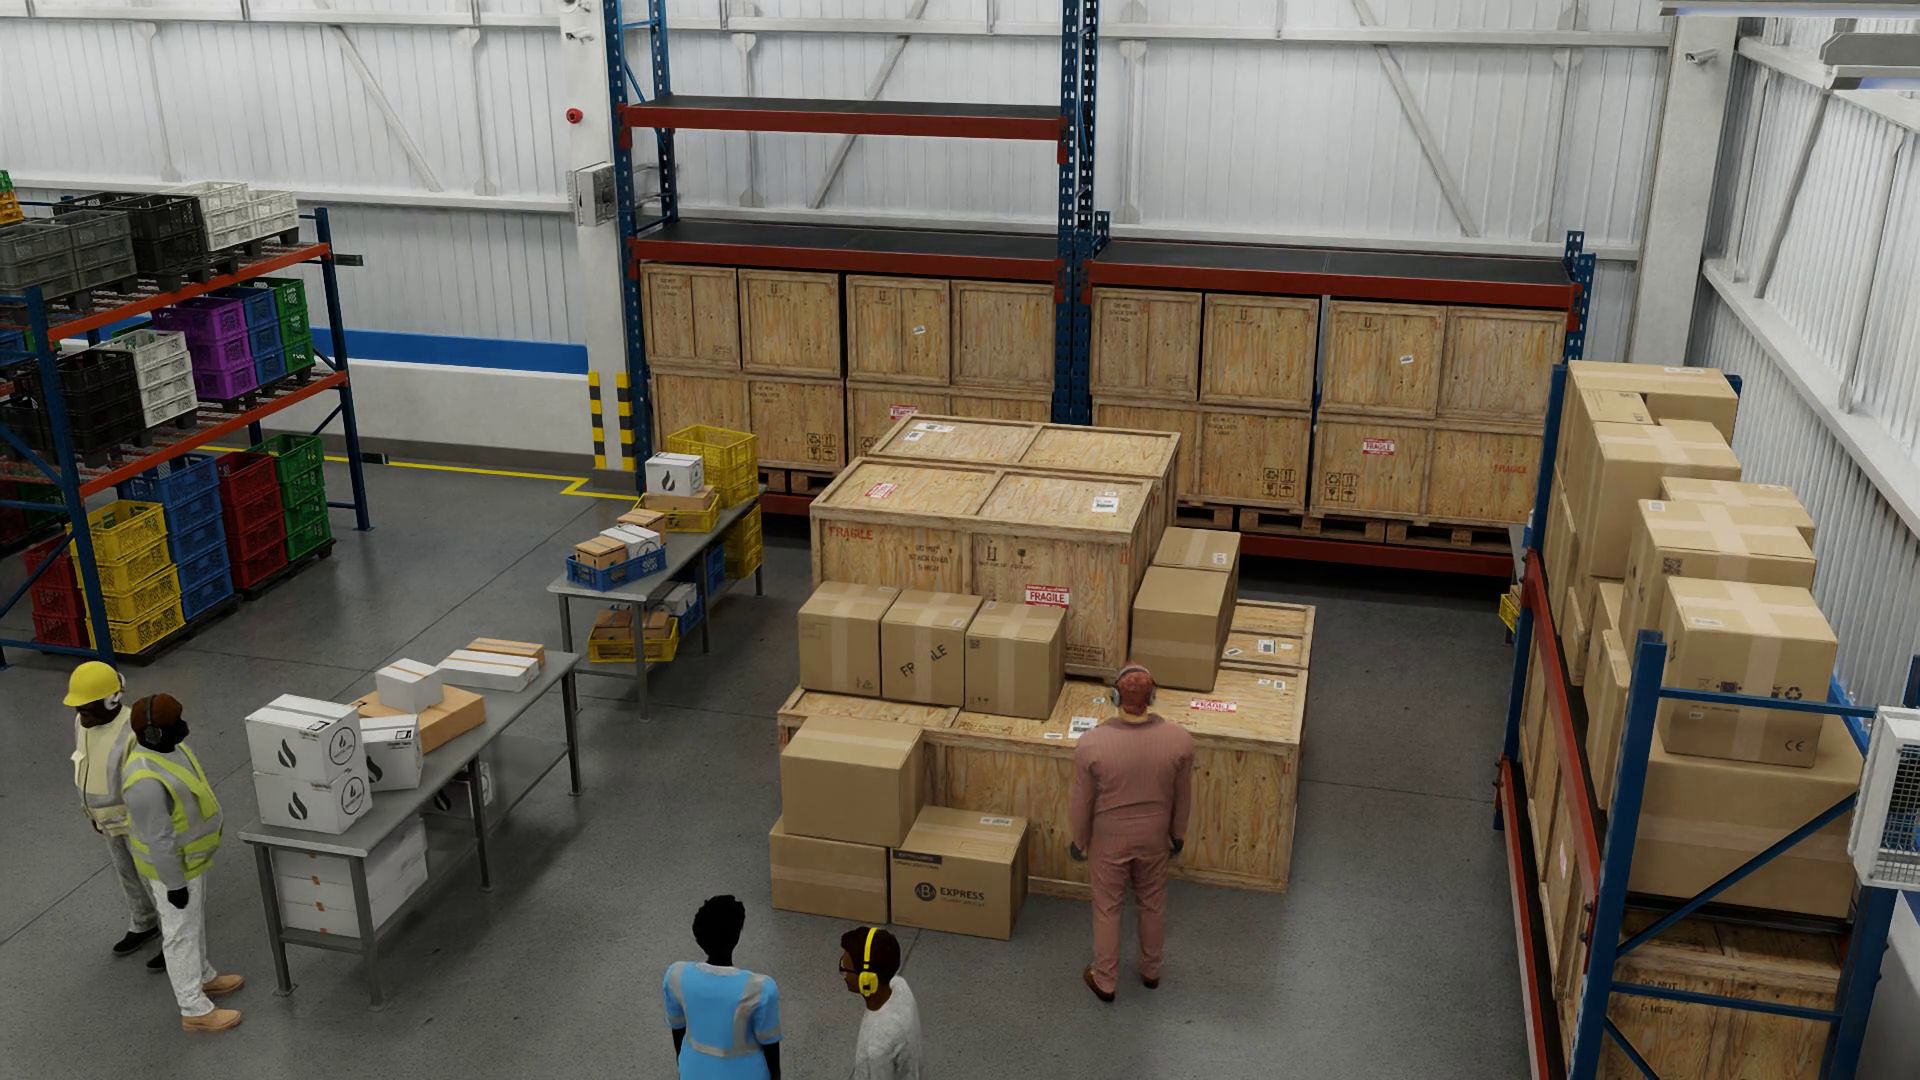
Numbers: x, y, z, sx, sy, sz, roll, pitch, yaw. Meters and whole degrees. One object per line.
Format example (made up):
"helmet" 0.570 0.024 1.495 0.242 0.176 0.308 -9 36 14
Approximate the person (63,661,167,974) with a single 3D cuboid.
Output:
"person" -4.510 1.479 8.987 0.592 1.822 0.403 13 24 30

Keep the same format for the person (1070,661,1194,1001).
"person" 0.885 1.523 8.754 0.648 1.906 0.404 -4 21 -11

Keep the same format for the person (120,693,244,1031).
"person" -3.992 1.635 8.546 0.430 1.845 0.619 -6 22 -16

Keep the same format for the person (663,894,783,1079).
"person" -0.996 2.282 7.073 0.533 1.690 0.323 8 22 19

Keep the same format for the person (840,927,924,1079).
"person" -0.294 2.365 6.630 0.346 1.855 0.516 2 21 5
